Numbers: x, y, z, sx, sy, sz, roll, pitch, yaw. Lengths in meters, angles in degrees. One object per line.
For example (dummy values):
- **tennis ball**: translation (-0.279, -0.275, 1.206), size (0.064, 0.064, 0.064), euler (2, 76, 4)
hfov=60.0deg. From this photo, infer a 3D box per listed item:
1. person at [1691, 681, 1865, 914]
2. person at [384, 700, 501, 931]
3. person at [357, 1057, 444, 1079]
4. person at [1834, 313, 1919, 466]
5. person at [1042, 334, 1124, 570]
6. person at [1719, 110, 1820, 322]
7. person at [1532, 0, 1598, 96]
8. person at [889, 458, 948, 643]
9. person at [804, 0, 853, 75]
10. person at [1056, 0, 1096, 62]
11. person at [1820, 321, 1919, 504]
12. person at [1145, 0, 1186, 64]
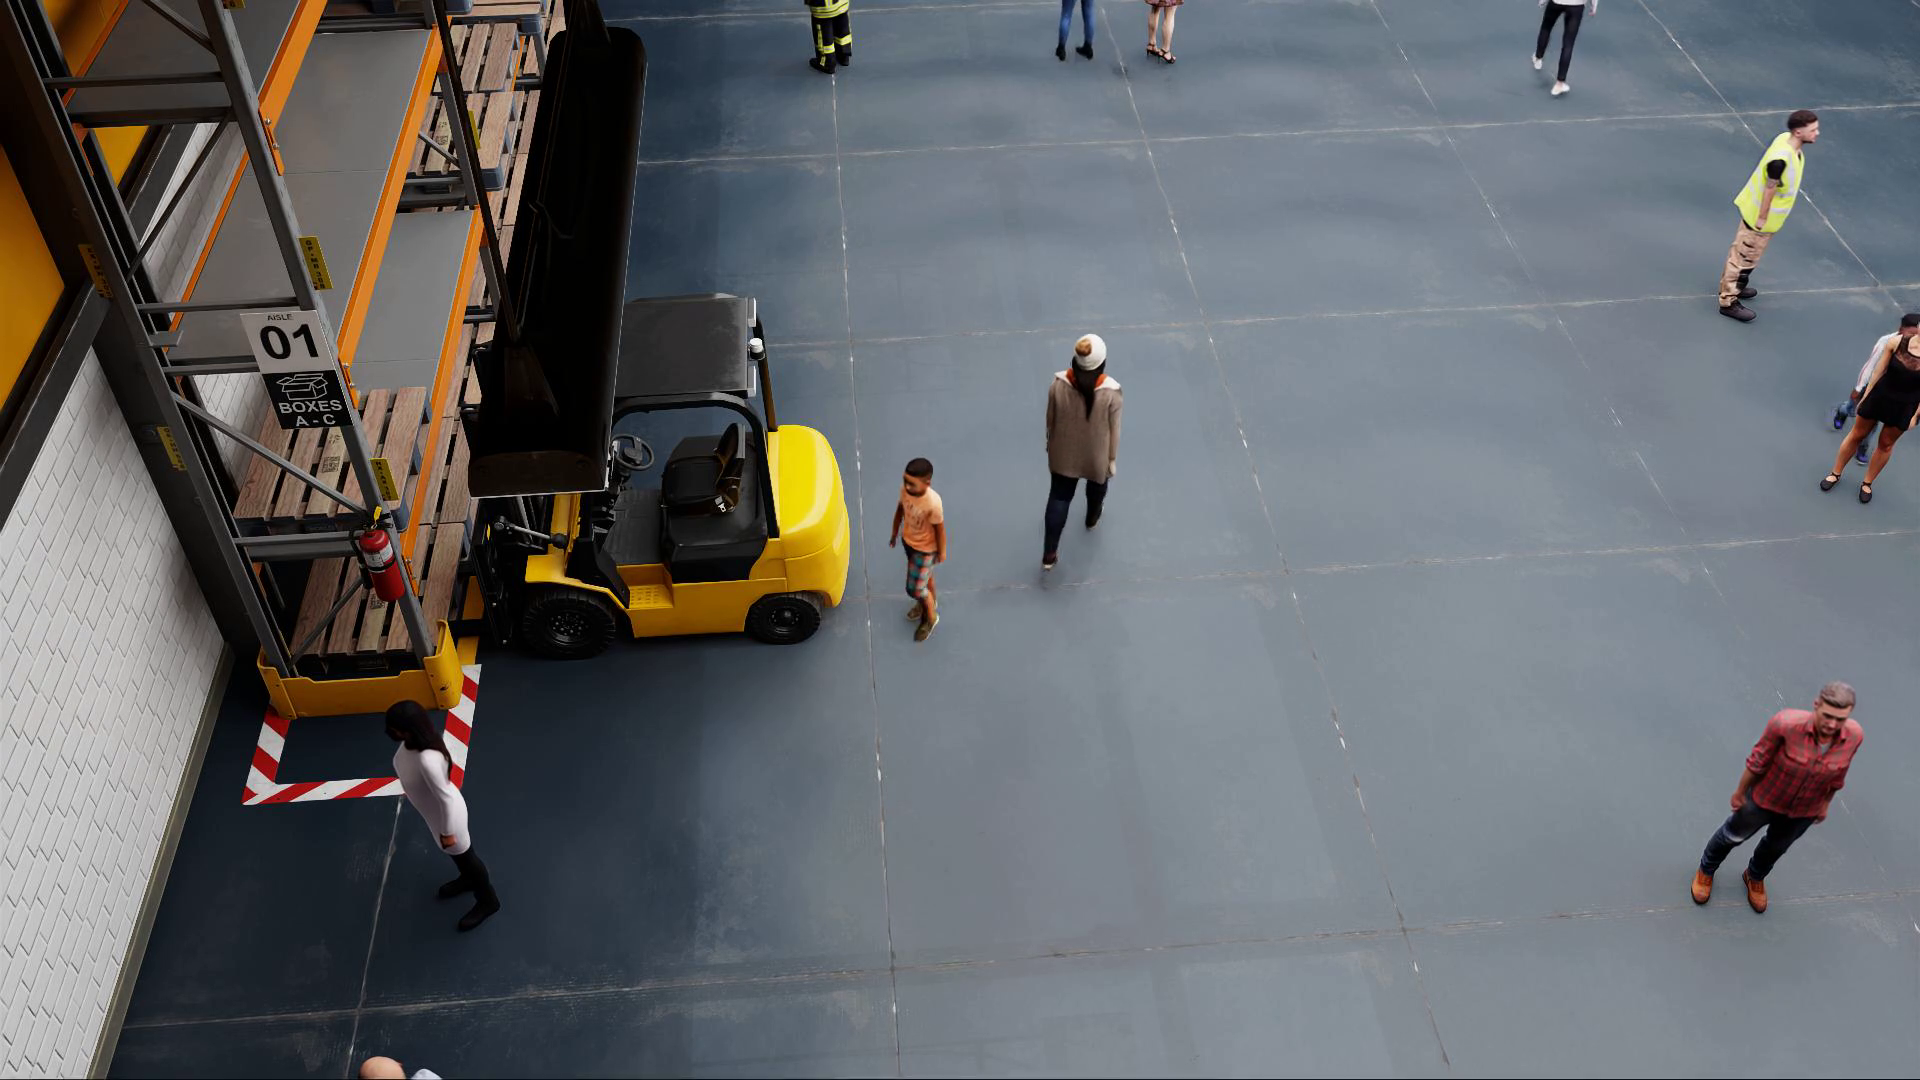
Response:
- **person**: translation (4.612, 1.420, 9.308), size (0.747, 1.829, 0.651), euler (7, 44, 8)
- **person**: translation (-2.869, 1.504, 9.236), size (0.741, 1.807, 0.607), euler (-24, 49, -23)
- **person**: translation (-2.483, 2.928, 7.754), size (0.769, 1.789, 0.606), euler (10, 44, 10)
- **person**: translation (6.891, -1.207, 12.485), size (0.628, 1.250, 0.813), euler (8, 44, 8)
- **person**: translation (0.797, -0.584, 11.394), size (0.986, 1.854, 1.272), euler (11, 45, 12)
- **person**: translation (6.609, -2.695, 13.616), size (0.902, 1.845, 0.823), euler (19, 47, 19)
- **person**: translation (5.984, -5.255, 16.440), size (0.935, 1.655, 1.109), euler (17, 46, 17)
- **person**: translation (-0.208, -0.019, 11.092), size (0.730, 1.451, 0.664), euler (-30, 51, -28)
- **person**: translation (-1.330, -5.603, 16.685), size (0.864, 1.821, 0.885), euler (-29, 51, -27)
- **person**: translation (1.270, -5.632, 16.860), size (0.658, 1.623, 0.632), euler (-15, 46, -15)
- **person**: translation (6.709, -0.998, 11.959), size (0.680, 1.673, 0.726), euler (24, 49, 23)
- **person**: translation (2.100, -5.691, 16.812), size (0.859, 1.774, 0.781), euler (-29, 51, -27)
